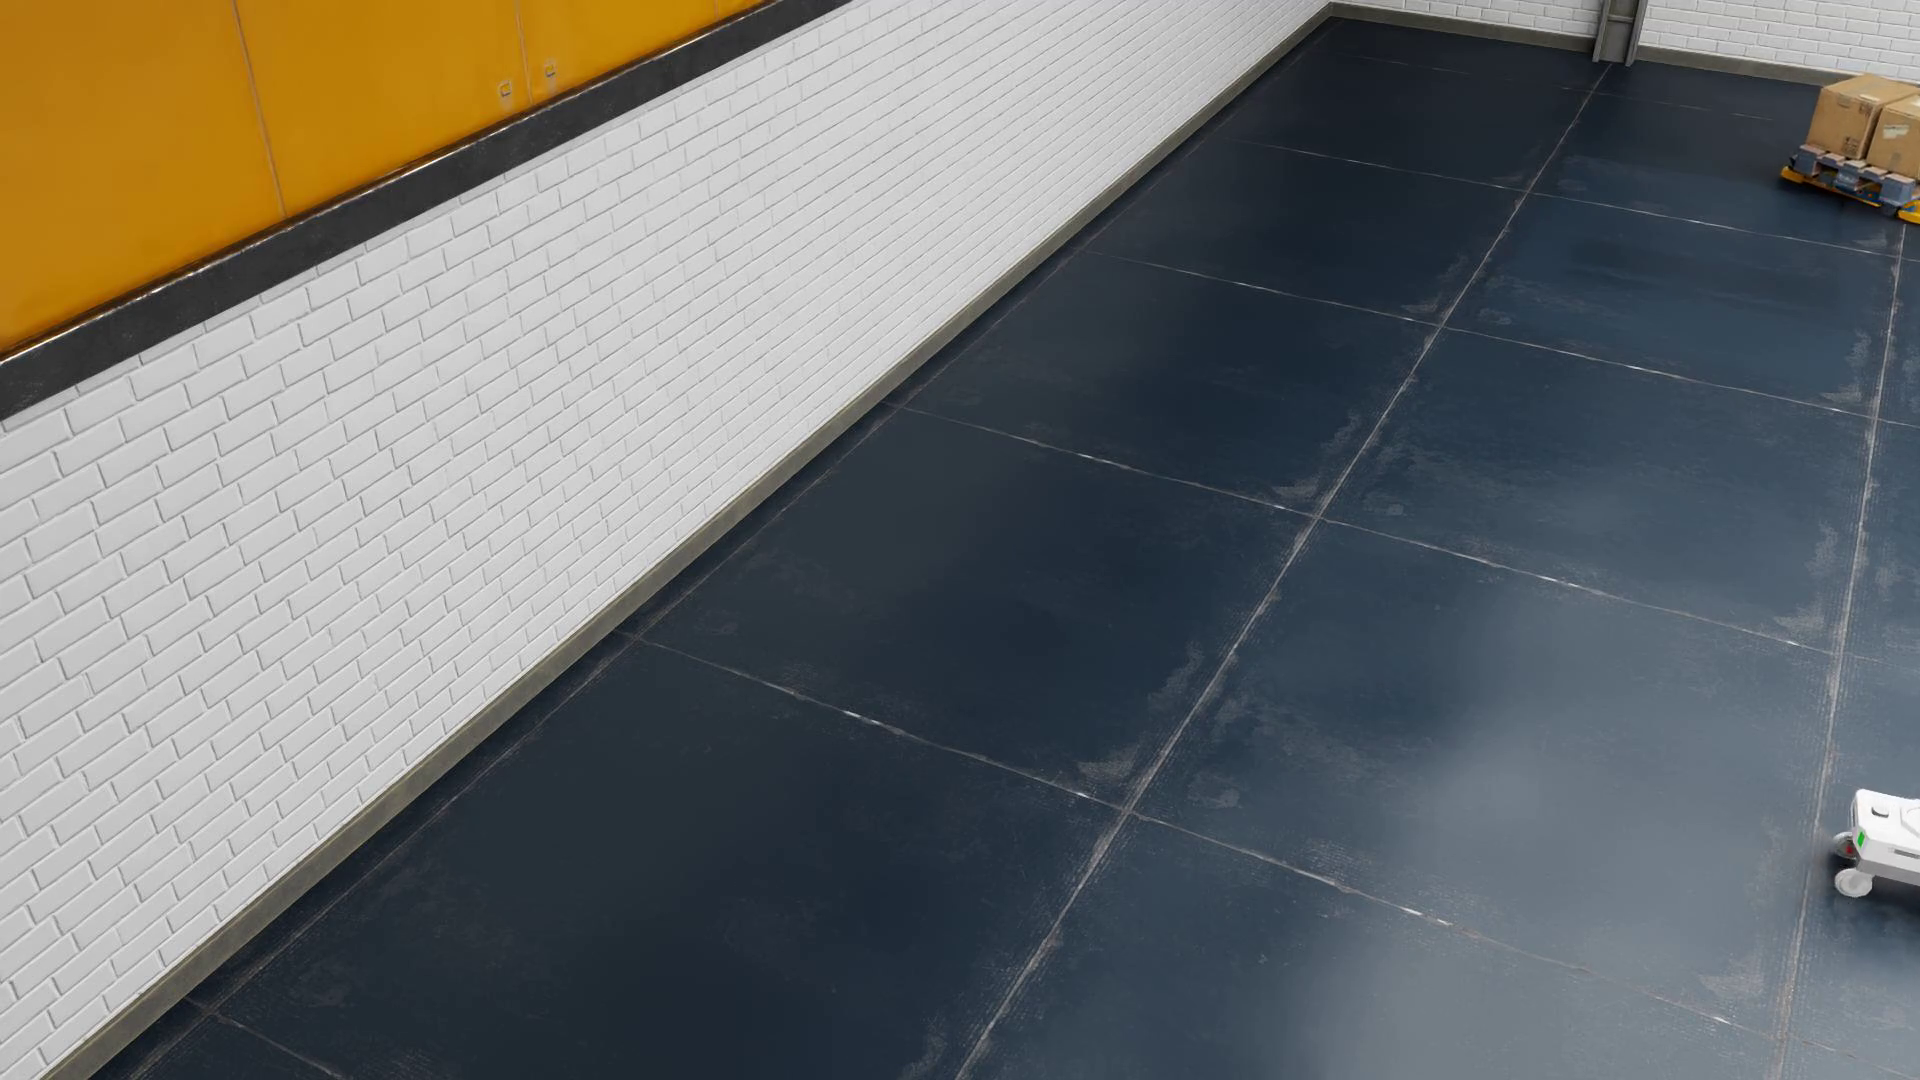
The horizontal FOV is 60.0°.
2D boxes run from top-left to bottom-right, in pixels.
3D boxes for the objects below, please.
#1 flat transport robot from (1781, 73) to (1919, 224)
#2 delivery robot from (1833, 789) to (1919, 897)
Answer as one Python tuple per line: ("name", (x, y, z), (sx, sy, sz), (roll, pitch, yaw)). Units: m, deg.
("flat transport robot", (8.071, -3.123, 14.625), (0.659, 0.231, 1.431), (-21, 39, -28))
("delivery robot", (4.461, 1.431, 7.594), (0.779, 0.597, 0.499), (13, 36, 18))
